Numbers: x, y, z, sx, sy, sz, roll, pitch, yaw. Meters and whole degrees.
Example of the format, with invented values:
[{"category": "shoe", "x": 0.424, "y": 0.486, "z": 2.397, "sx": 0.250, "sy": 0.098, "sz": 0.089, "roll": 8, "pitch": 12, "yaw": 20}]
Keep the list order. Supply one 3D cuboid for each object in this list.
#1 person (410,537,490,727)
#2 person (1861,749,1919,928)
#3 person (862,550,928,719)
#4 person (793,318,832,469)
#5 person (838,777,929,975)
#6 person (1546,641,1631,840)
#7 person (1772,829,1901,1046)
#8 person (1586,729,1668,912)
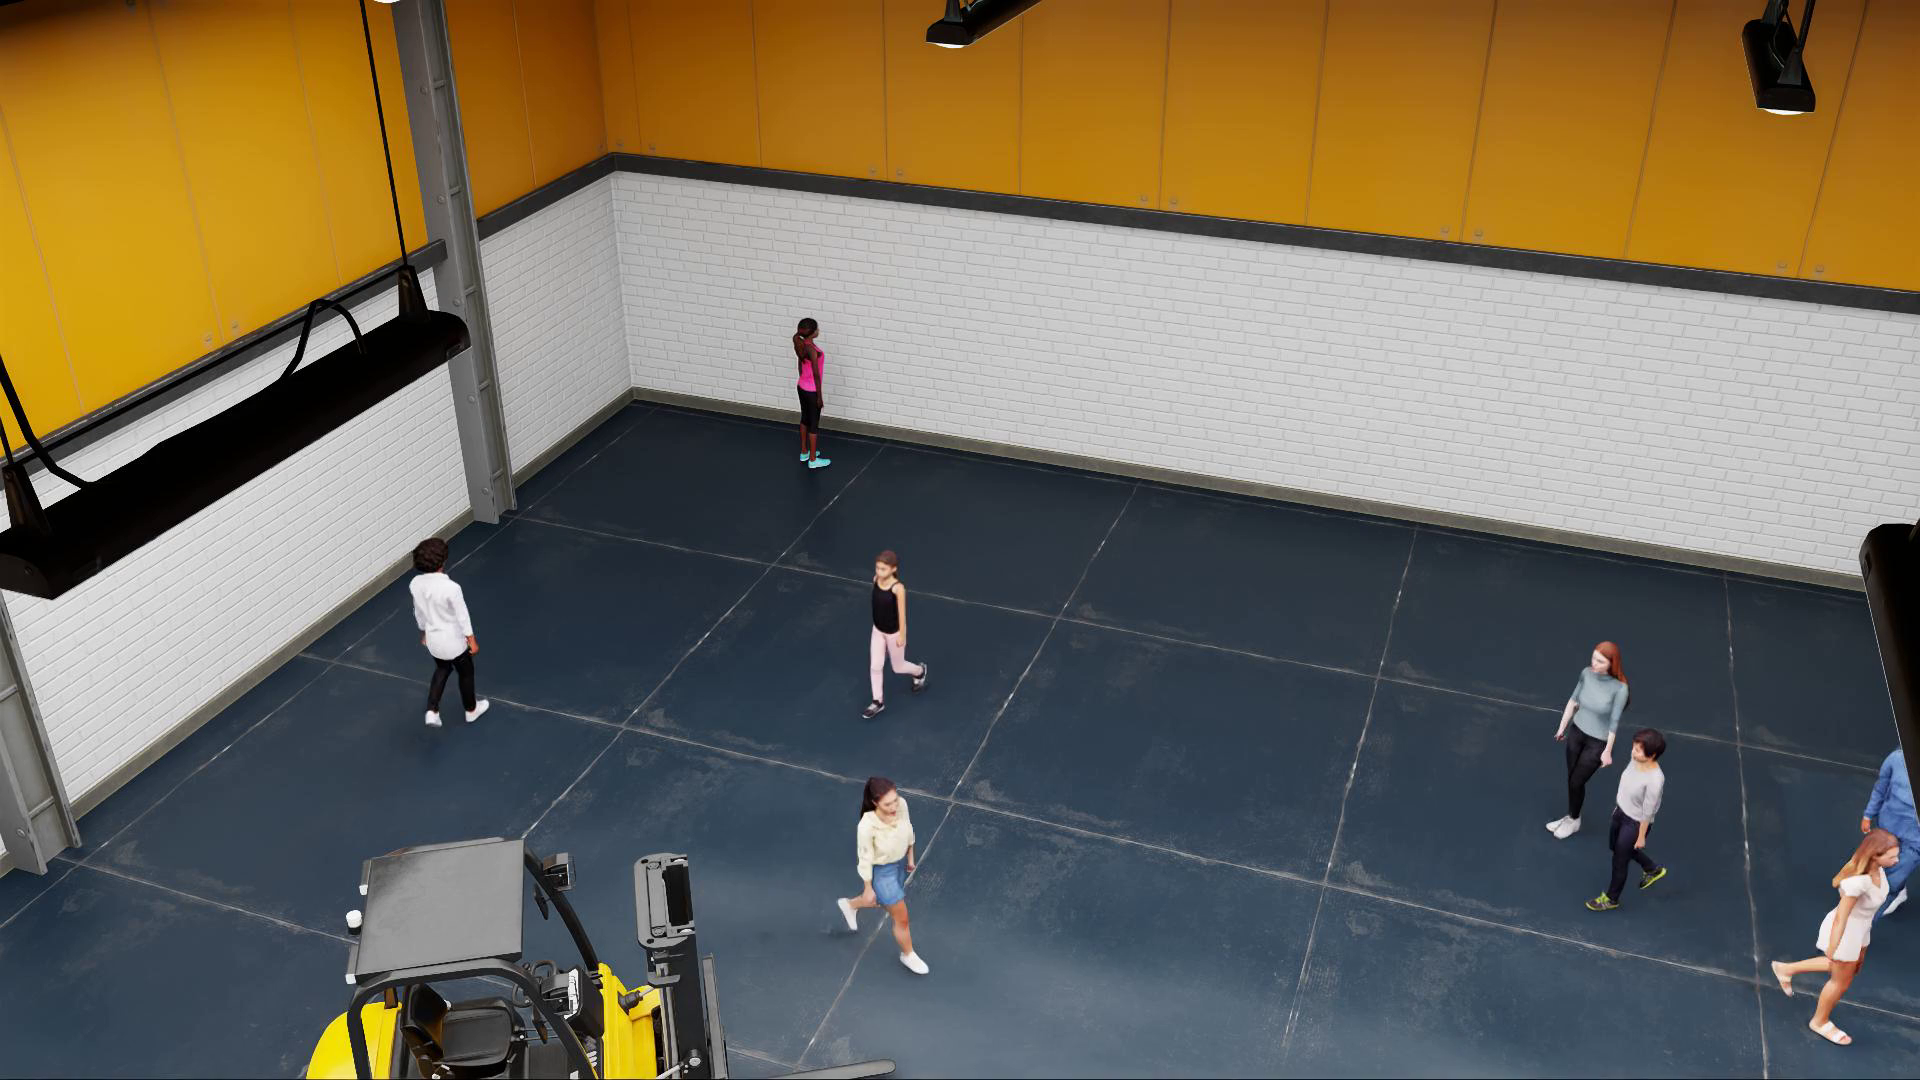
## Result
[{"category": "person", "x": -4.298, "y": 0.821, "z": 13.810, "sx": 0.641, "sy": 1.796, "sz": 0.874, "roll": 9, "pitch": 30, "yaw": 17}, {"category": "person", "x": 6.699, "y": 1.993, "z": 11.695, "sx": 1.259, "sy": 1.766, "sz": 1.116, "roll": -17, "pitch": 33, "yaw": -28}, {"category": "person", "x": -0.560, "y": 0.753, "z": 14.202, "sx": 0.730, "sy": 1.540, "sz": 1.026, "roll": 21, "pitch": 35, "yaw": 33}, {"category": "person", "x": -1.667, "y": -1.649, "z": 18.416, "sx": 0.716, "sy": 1.723, "sz": 0.663, "roll": -14, "pitch": 32, "yaw": -25}, {"category": "person", "x": -0.566, "y": 2.251, "z": 11.393, "sx": 0.922, "sy": 1.601, "sz": 1.057, "roll": 20, "pitch": 35, "yaw": 33}, {"category": "person", "x": 4.823, "y": 1.516, "z": 12.603, "sx": 0.797, "sy": 1.733, "sz": 0.741, "roll": -10, "pitch": 30, "yaw": -18}, {"category": "person", "x": 5.698, "y": 2.512, "z": 10.837, "sx": 0.871, "sy": 1.676, "sz": 0.846, "roll": -25, "pitch": 37, "yaw": -37}, {"category": "person", "x": 4.903, "y": 1.996, "z": 11.929, "sx": 0.772, "sy": 1.536, "sz": 0.821, "roll": 0, "pitch": 29, "yaw": -1}]
